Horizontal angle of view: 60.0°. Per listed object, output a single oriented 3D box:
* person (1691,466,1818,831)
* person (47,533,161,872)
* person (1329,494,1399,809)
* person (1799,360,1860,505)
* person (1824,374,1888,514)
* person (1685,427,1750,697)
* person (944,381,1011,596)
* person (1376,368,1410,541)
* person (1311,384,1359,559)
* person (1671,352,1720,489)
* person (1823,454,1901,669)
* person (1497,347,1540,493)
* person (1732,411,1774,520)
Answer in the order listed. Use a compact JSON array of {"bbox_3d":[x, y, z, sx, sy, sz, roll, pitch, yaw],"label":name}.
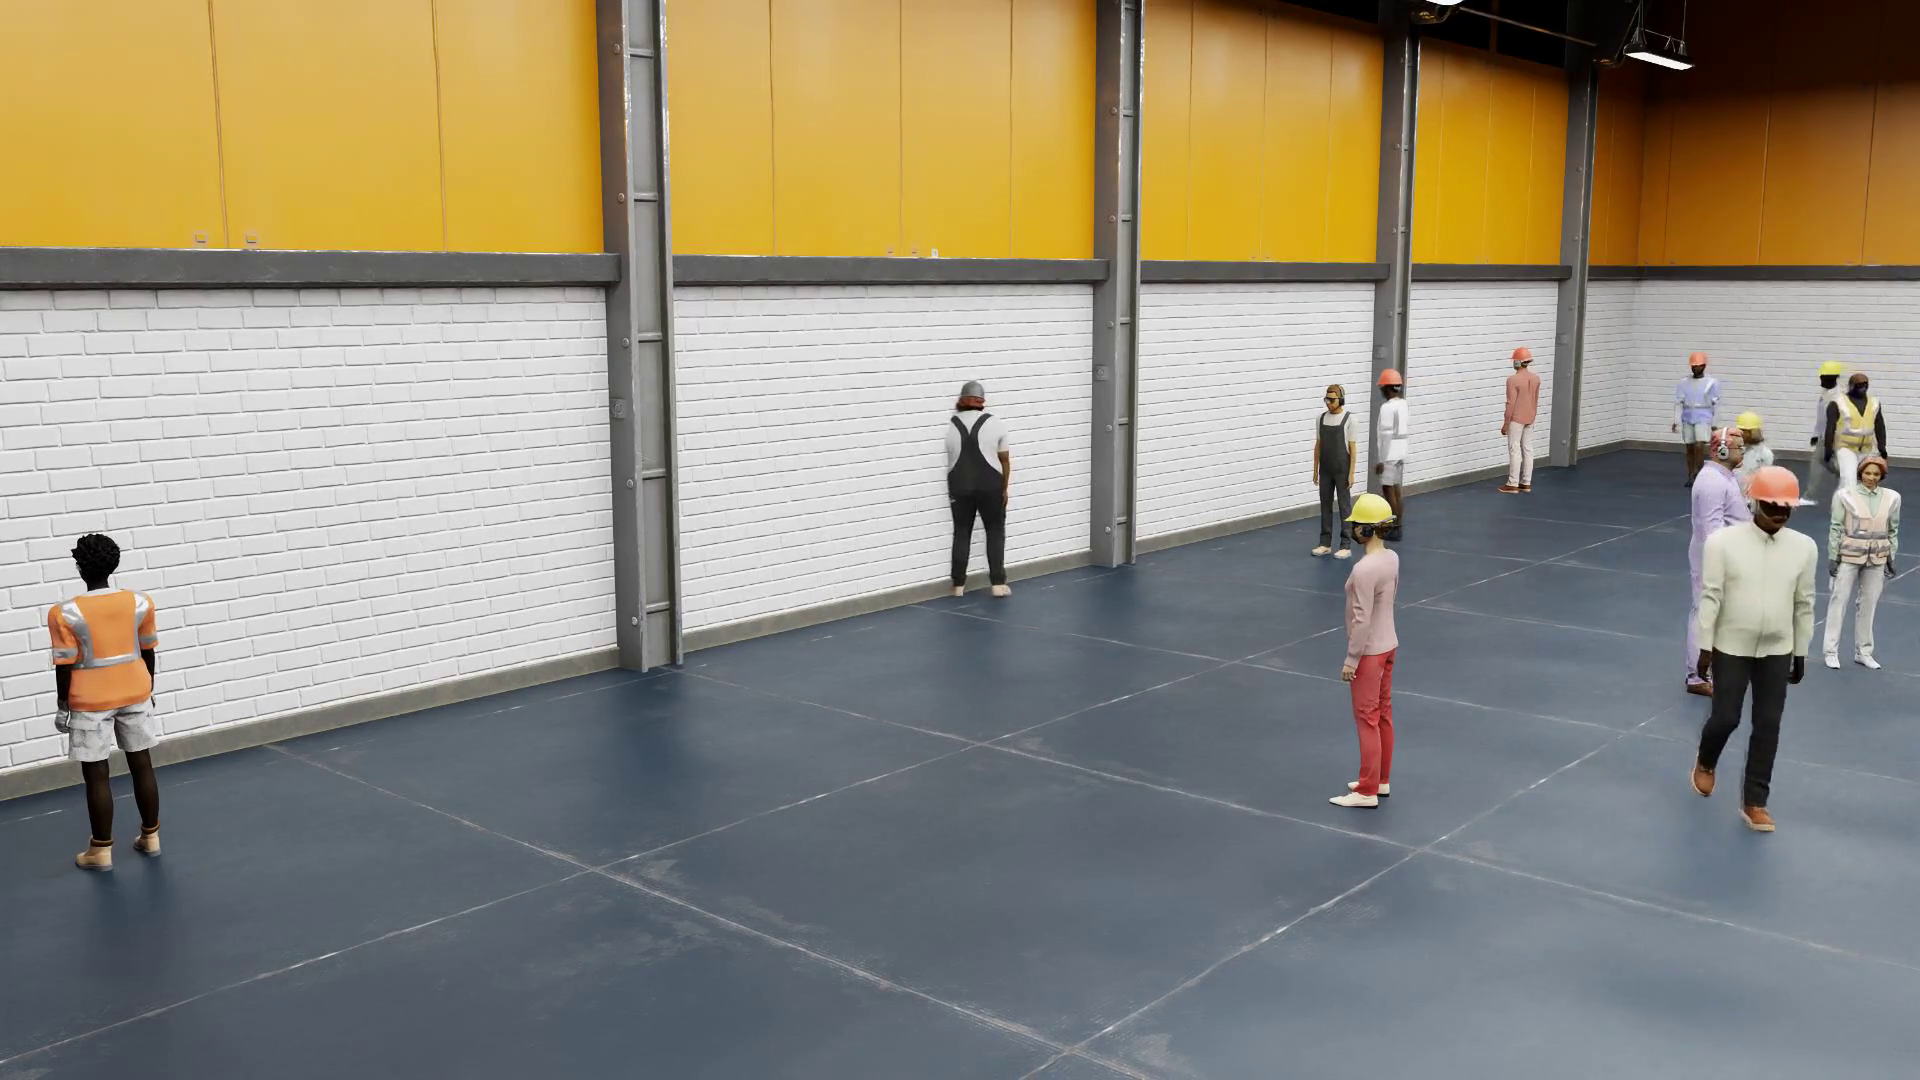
[{"bbox_3d":[4.292,0.562,9.029,0.617,1.972,0.589,1,9,5],"label":"person"},{"bbox_3d":[-4.283,0.808,8.360,0.318,1.697,0.535,7,11,35],"label":"person"},{"bbox_3d":[2.284,0.620,9.326,0.309,1.769,0.525,6,11,32],"label":"person"},{"bbox_3d":[11.268,-1.372,21.437,0.879,1.901,0.586,2,9,15],"label":"person"},{"bbox_3d":[10.836,-1.112,20.123,0.641,1.792,0.967,0,9,-2],"label":"person"},{"bbox_3d":[5.397,0.149,11.838,0.401,1.910,0.640,5,10,26],"label":"person"},{"bbox_3d":[0.140,-0.483,15.390,0.771,2.000,0.590,2,9,11],"label":"person"},{"bbox_3d":[4.818,-0.955,18.685,0.372,1.935,0.551,7,11,37],"label":"person"},{"bbox_3d":[3.949,-0.725,17.552,0.505,1.841,0.332,8,12,43],"label":"person"},{"bbox_3d":[10.212,-1.652,23.138,0.555,1.912,0.735,8,12,41],"label":"person"},{"bbox_3d":[6.823,0.165,12.584,0.515,1.638,0.315,0,9,3],"label":"person"},{"bbox_3d":[7.663,-1.639,22.783,0.612,1.997,0.376,-6,11,-32],"label":"person"},{"bbox_3d":[7.240,-0.325,15.373,0.396,1.730,0.489,-8,12,-41],"label":"person"}]
